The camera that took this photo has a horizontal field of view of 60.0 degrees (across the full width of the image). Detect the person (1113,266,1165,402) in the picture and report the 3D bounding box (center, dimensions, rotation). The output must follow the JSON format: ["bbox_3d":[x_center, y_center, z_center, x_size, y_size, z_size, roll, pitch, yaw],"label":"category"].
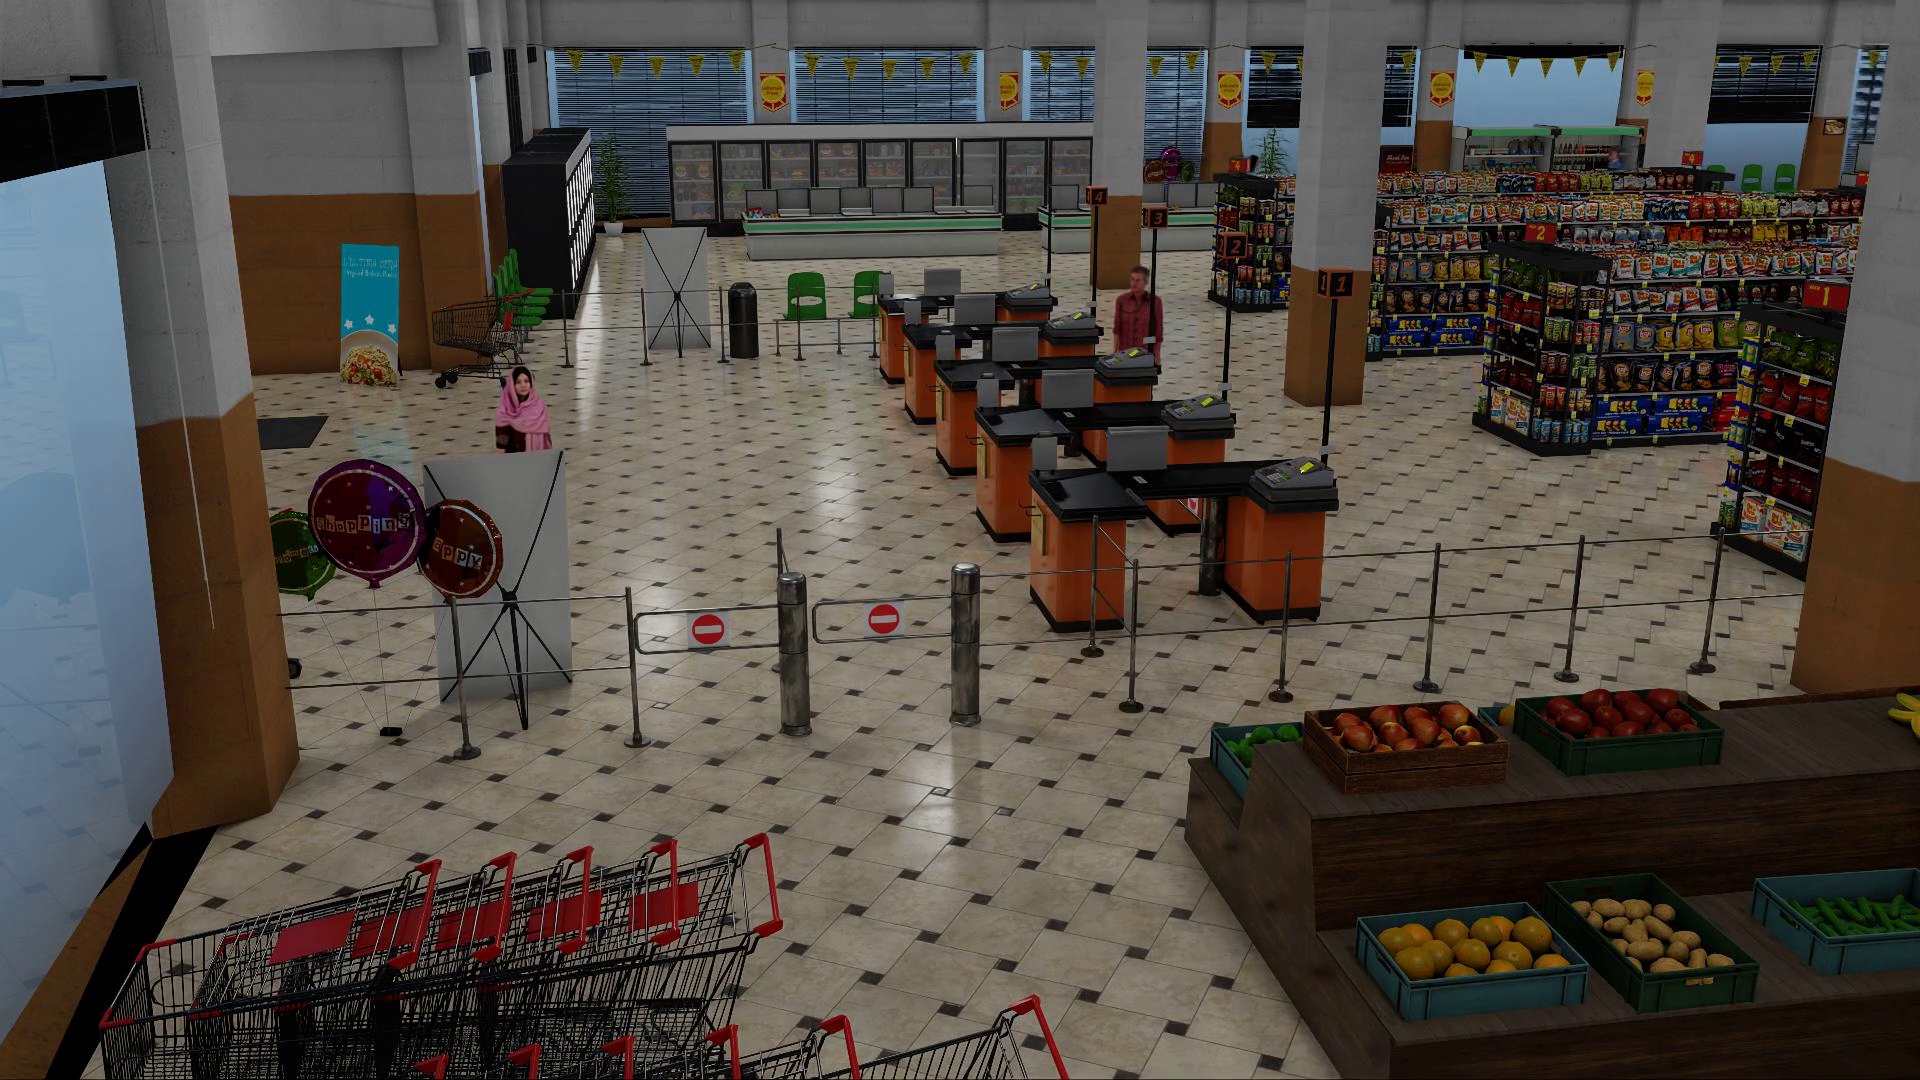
[{"bbox_3d":[1.870,-1.986,17.558,0.624,1.829,0.808,3,17,9],"label":"person"}]

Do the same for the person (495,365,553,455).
[{"bbox_3d":[-3.475,-0.591,13.295,0.696,1.638,0.817,-12,21,-34],"label":"person"}]

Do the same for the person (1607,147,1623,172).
[{"bbox_3d":[14.191,-7.591,36.073,1.110,1.797,0.744,-1,17,-3],"label":"person"}]

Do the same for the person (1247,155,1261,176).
[{"bbox_3d":[5.990,-7.168,34.856,1.249,1.695,0.821,0,17,0],"label":"person"}]
